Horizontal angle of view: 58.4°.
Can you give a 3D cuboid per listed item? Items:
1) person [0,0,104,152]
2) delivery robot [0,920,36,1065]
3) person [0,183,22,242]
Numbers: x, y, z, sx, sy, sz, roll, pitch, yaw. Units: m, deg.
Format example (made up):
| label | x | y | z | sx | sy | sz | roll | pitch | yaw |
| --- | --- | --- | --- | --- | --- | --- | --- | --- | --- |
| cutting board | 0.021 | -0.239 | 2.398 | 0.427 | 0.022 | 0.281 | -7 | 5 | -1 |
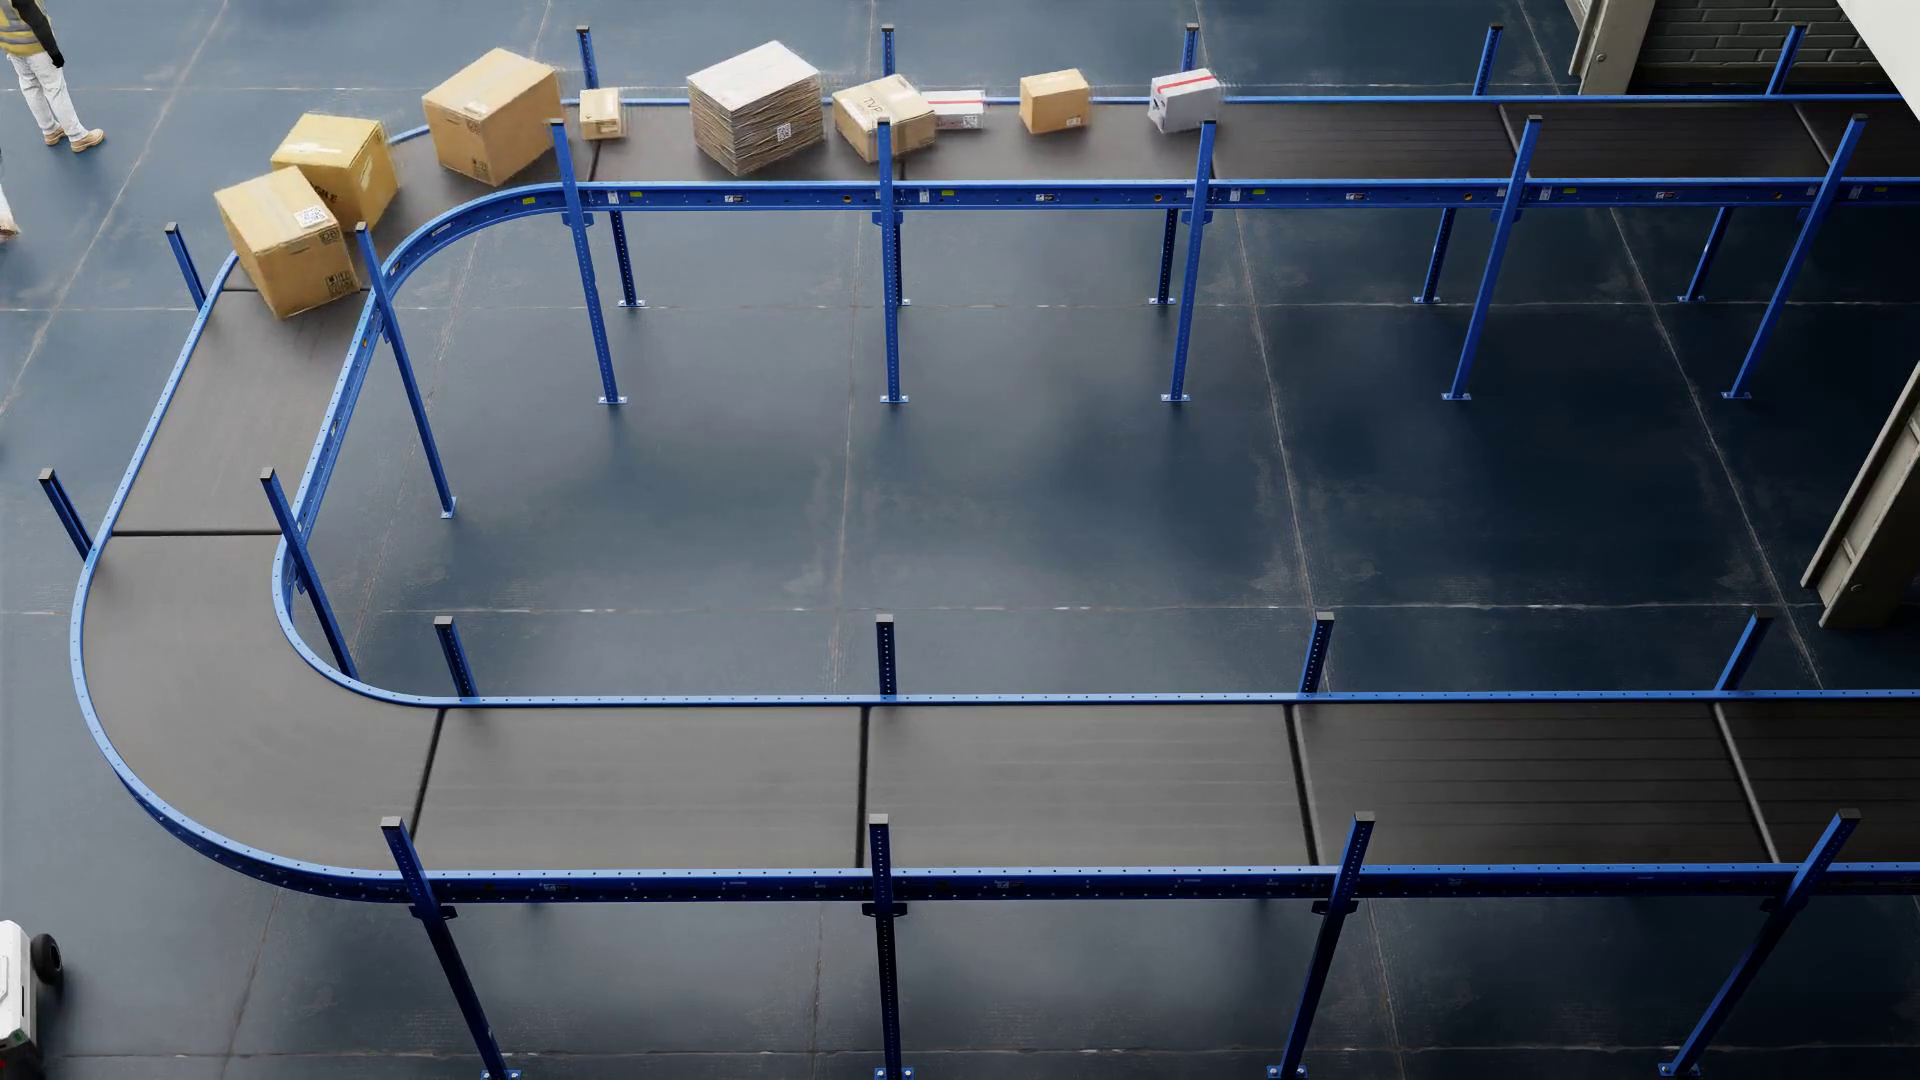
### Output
| label | x | y | z | sx | sy | sz | roll | pitch | yaw |
| --- | --- | --- | --- | --- | --- | --- | --- | --- | --- |
| person | -7.437 | -3.981 | 13.734 | 0.634 | 1.842 | 0.429 | 18 | 50 | 16 |
| delivery robot | -4.911 | 2.300 | 8.703 | 0.477 | 0.478 | 0.707 | -15 | 49 | -14 |
| person | -7.561 | -2.978 | 12.811 | 0.648 | 1.821 | 0.470 | -24 | 51 | -21 |
